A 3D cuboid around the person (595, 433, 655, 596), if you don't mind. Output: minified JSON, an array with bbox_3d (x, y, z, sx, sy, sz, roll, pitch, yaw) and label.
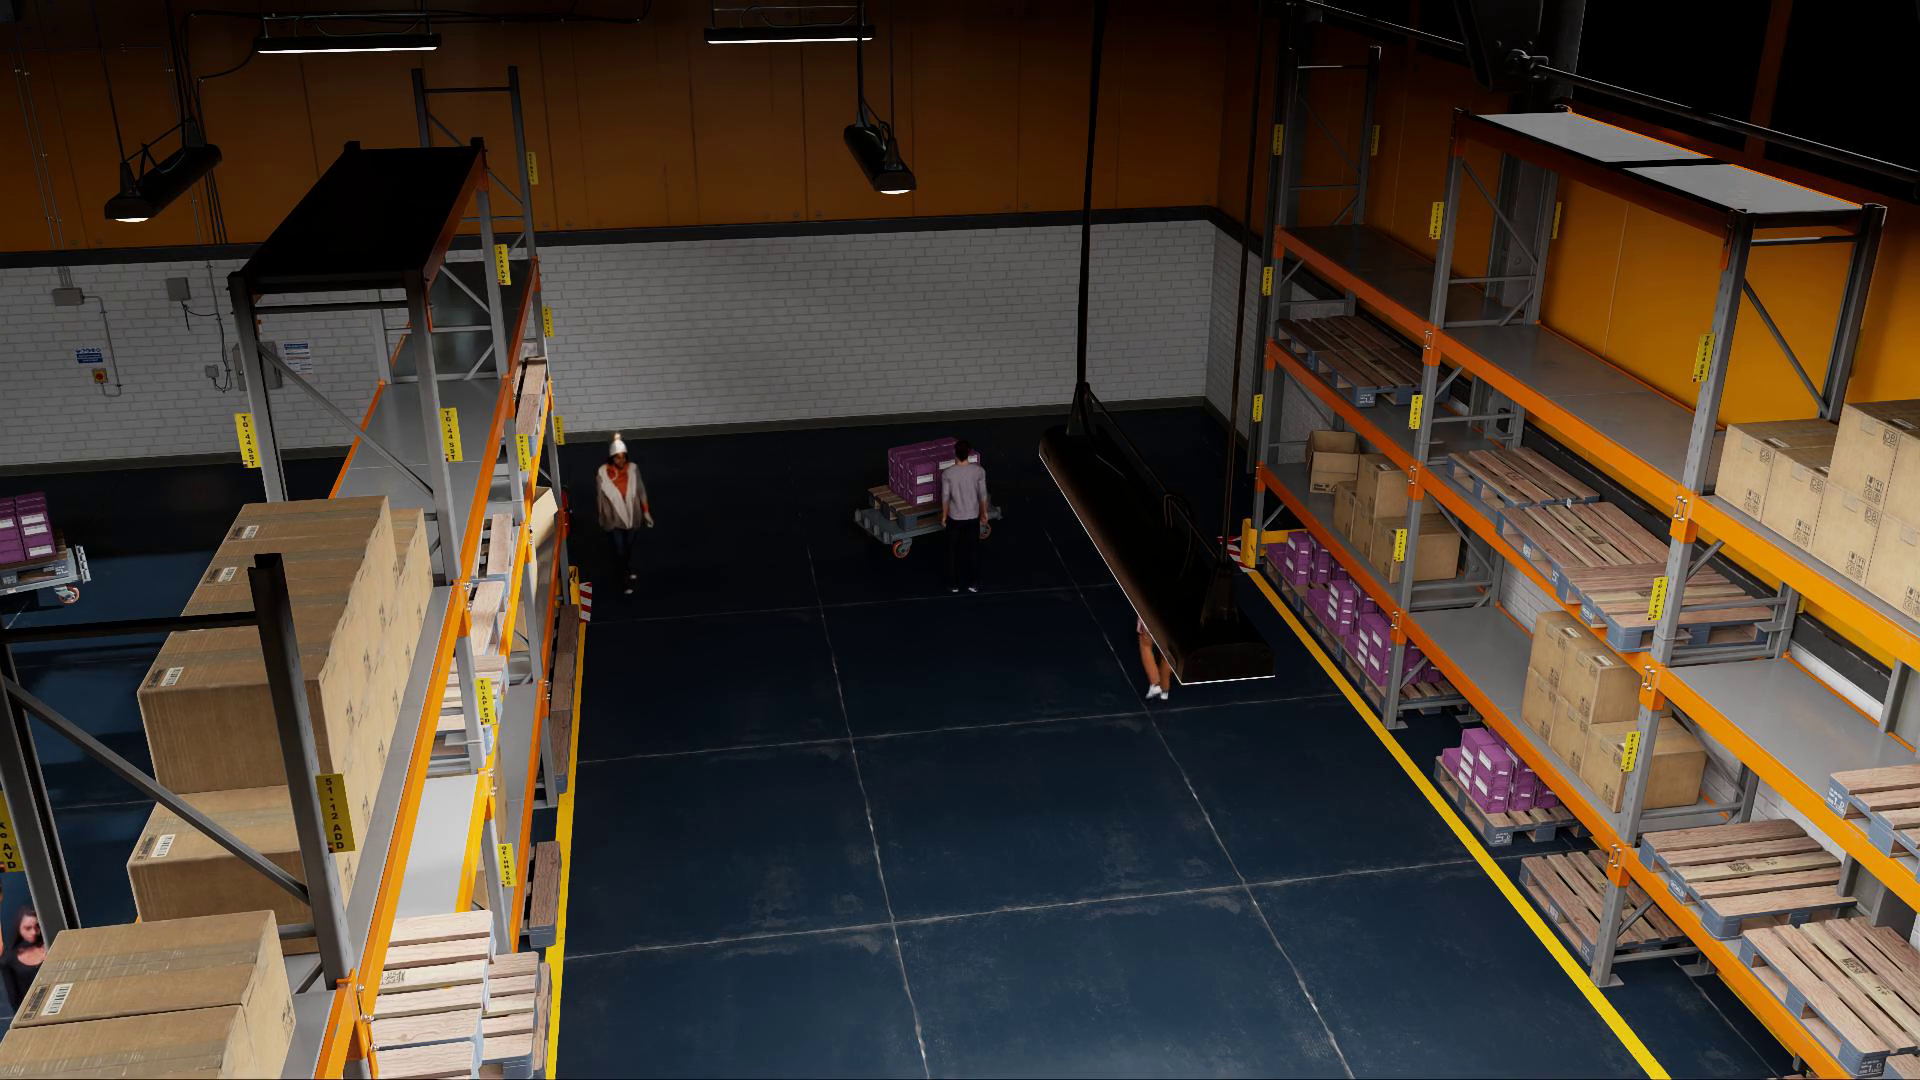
[{"bbox_3d":[-3.938,-0.360,19.189,0.952,1.861,1.152,-16,28,-32],"label":"person"}]

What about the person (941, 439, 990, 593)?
[{"bbox_3d":[0.038,-0.276,19.020,0.727,1.844,0.651,-1,24,-2],"label":"person"}]

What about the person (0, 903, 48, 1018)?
[{"bbox_3d":[-6.151,3.181,11.295,0.739,1.696,0.896,-8,25,-17],"label":"person"}]
